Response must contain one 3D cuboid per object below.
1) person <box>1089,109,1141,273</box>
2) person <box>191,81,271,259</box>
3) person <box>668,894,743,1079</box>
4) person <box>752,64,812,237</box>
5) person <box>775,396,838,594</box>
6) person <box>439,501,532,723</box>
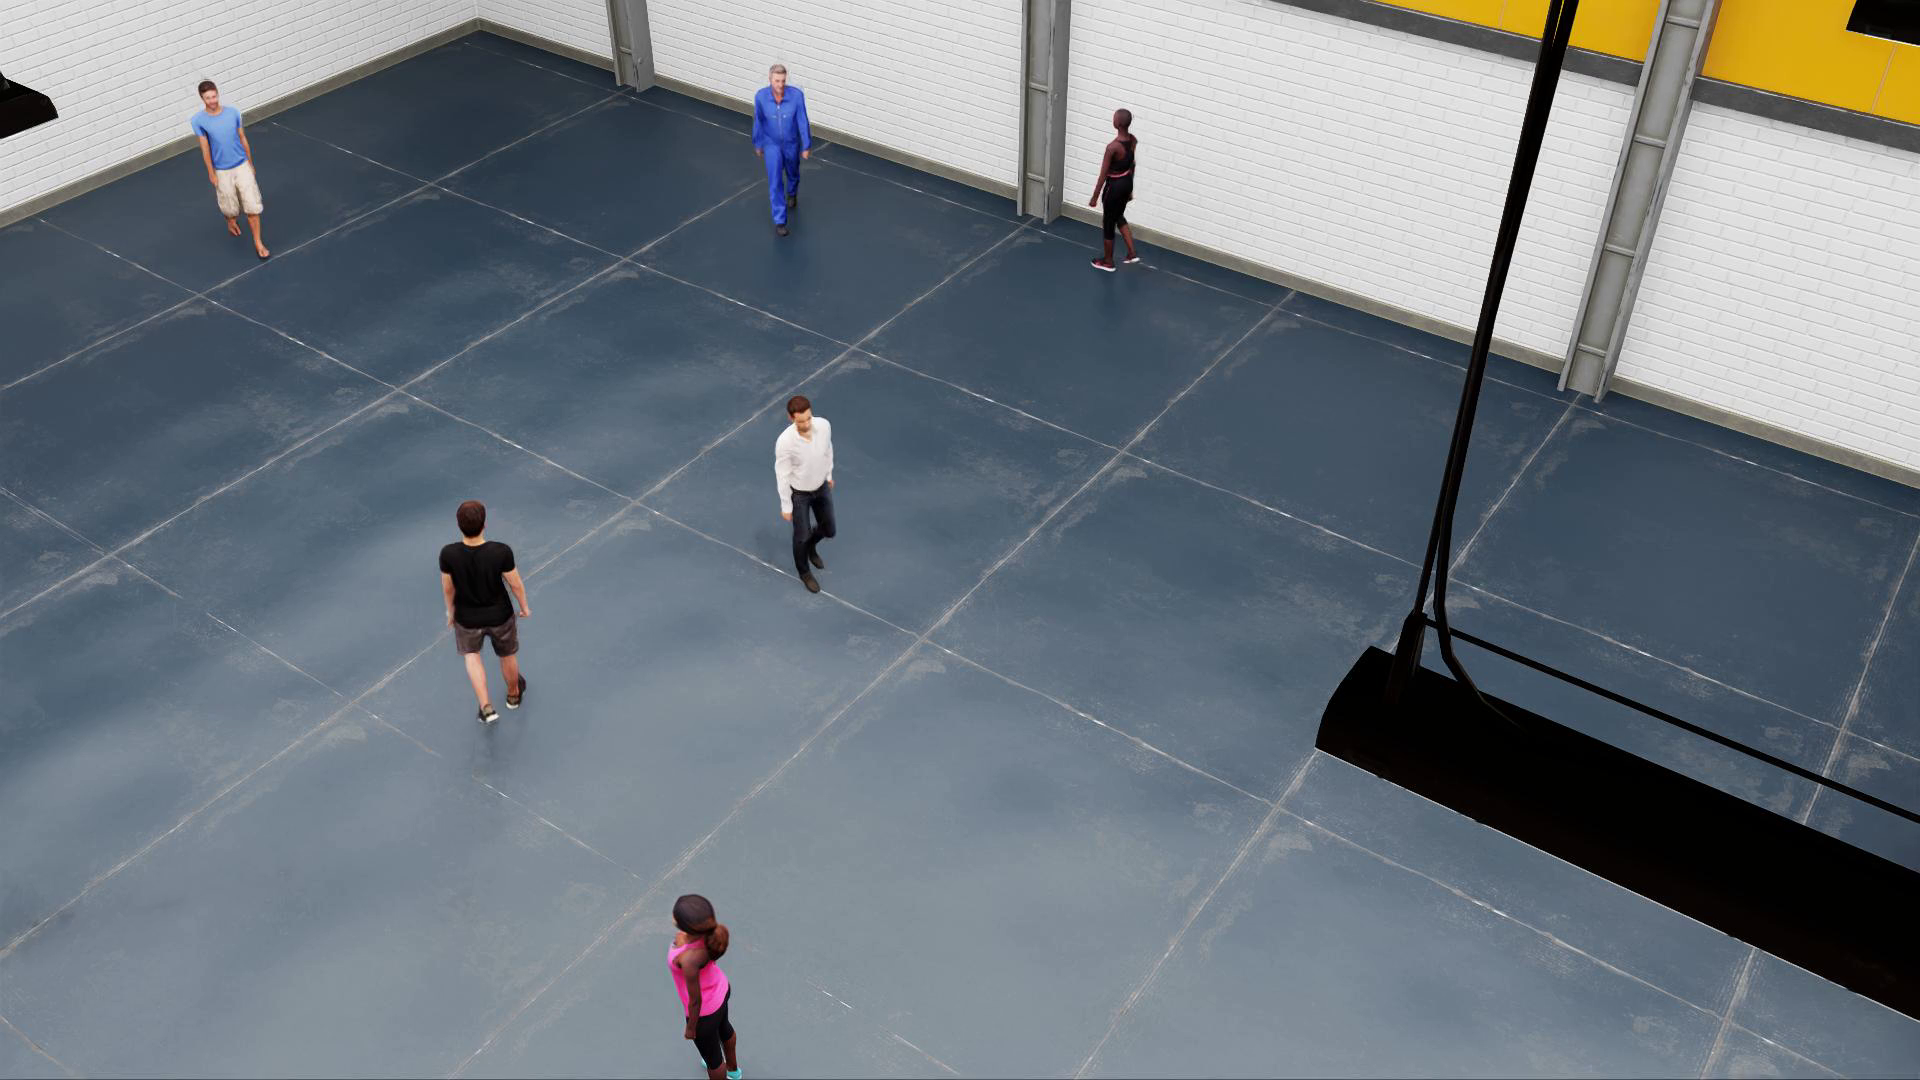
[{"bbox_3d":[1.623,-3.441,16.566,0.790,1.751,0.663,30,48,32],"label":"person"},{"bbox_3d":[-7.456,-3.827,16.974,0.851,1.845,1.061,-23,44,-26],"label":"person"},{"bbox_3d":[-1.384,2.527,9.116,0.665,1.724,0.637,7,39,9],"label":"person"},{"bbox_3d":[-1.871,-4.183,17.474,1.259,1.779,1.314,-5,39,-6],"label":"person"},{"bbox_3d":[-1.211,-0.410,12.697,0.806,1.843,0.843,-30,47,-32],"label":"person"},{"bbox_3d":[-3.299,0.543,11.496,0.963,1.854,1.025,-7,39,-9],"label":"person"}]
